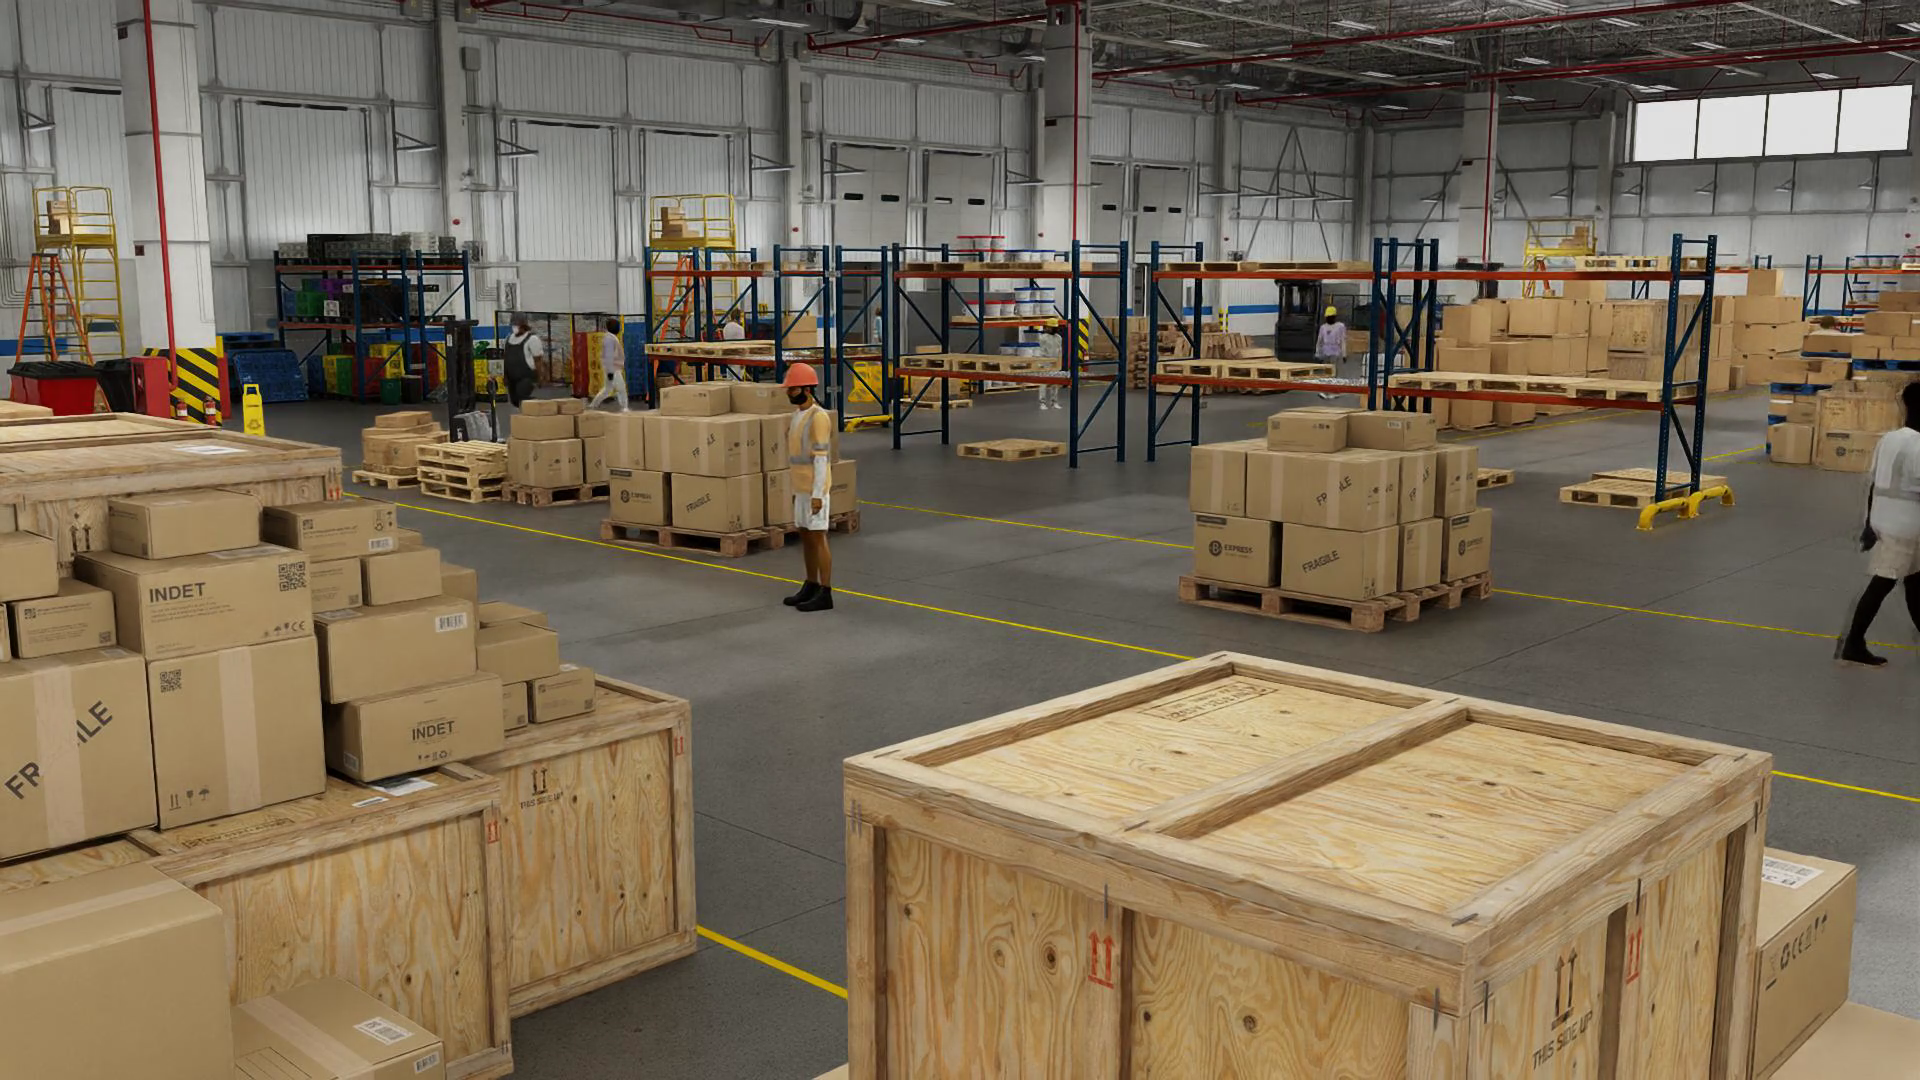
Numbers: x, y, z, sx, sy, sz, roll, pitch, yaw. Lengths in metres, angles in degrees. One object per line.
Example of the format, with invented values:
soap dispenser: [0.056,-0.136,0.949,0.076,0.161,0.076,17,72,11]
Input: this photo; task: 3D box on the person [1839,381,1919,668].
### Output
person: [6.342,-0.086,10.976,0.958,1.919,0.607,2,9,10]

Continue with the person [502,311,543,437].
person: [-6.887,-2.654,26.383,0.684,2.000,0.776,6,11,32]

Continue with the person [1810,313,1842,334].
person: [14.376,-2.804,27.676,0.648,1.919,0.557,6,11,33]

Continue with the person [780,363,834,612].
person: [-1.202,-0.410,12.989,0.381,1.934,0.545,-5,10,-27]

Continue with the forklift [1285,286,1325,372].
forklift: [8.903,-5.821,43.236,1.129,2.768,1.873,4,10,23]

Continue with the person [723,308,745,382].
person: [-4.205,-3.357,31.045,0.367,1.931,0.629,-7,11,-35]

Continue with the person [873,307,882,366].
person: [-2.156,-5.388,44.407,0.323,1.631,0.523,0,9,-2]

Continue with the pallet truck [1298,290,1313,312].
pallet truck: [11.297,-6.951,52.861,1.885,1.965,0.823,-5,11,-29]

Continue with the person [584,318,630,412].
person: [-6.184,-3.010,29.324,0.889,1.804,0.629,-2,9,-11]

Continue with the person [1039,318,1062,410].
person: [1.732,-3.328,31.459,0.488,1.736,0.323,-5,11,-30]

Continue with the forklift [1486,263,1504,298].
forklift: [14.831,-6.333,46.373,1.873,2.768,1.129,3,10,17]

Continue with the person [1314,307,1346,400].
person: [7.523,-3.793,33.883,1.003,1.869,0.617,-9,13,-44]

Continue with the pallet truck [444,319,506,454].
pallet truck: [-6.981,-1.942,22.150,1.885,1.965,0.823,1,9,9]
